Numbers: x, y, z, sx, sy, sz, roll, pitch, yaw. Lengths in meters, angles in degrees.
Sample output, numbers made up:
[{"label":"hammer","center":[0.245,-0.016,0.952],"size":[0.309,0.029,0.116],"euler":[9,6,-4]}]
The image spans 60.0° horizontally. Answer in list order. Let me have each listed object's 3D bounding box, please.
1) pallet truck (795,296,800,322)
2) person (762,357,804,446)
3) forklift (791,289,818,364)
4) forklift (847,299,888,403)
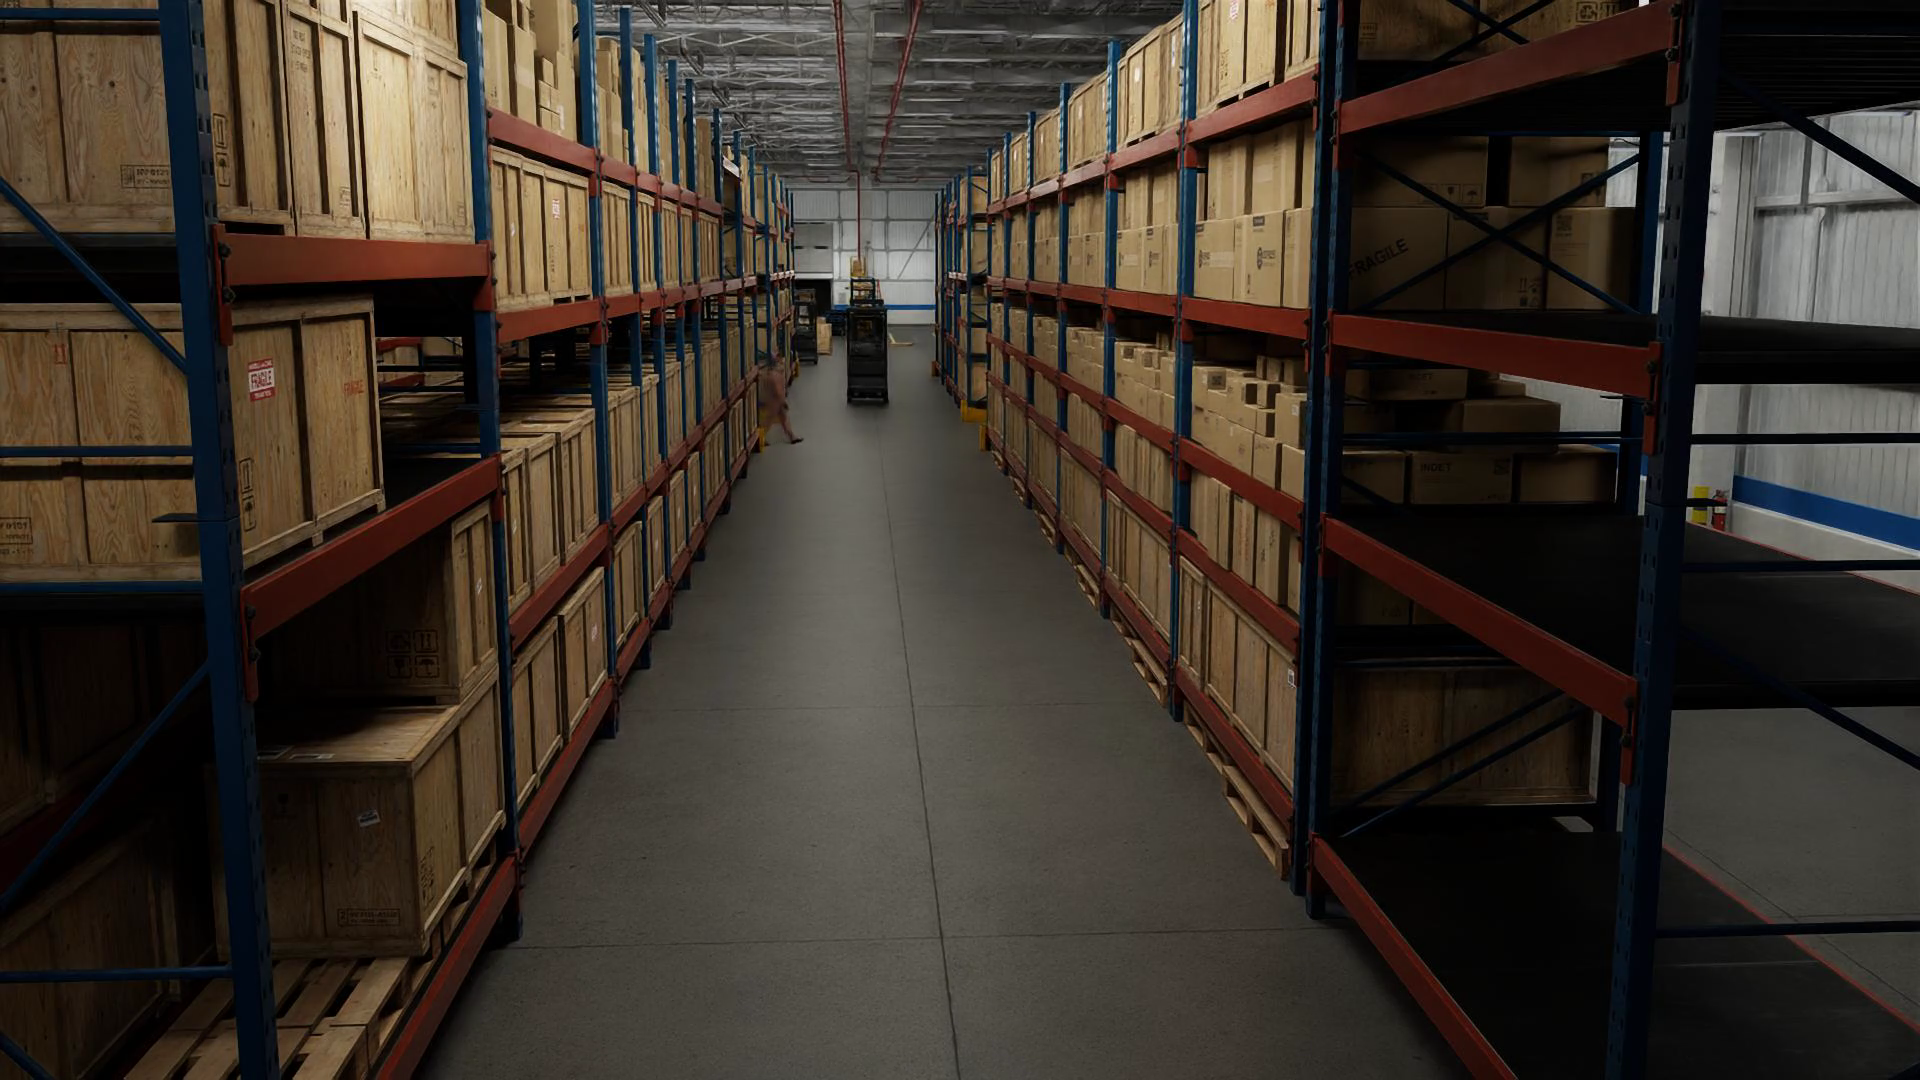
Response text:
[{"label":"pallet truck","center":[-8.622,-12.439,91.403],"size":[1.885,1.965,0.823],"euler":[2,10,13]},{"label":"person","center":[-3.815,-2.895,34.827],"size":[0.986,1.855,0.648],"euler":[0,10,-3]},{"label":"forklift","center":[-5.926,-8.050,62.552],"size":[1.129,2.768,1.873],"euler":[-1,10,-3]},{"label":"forklift","center":[-2.552,-5.222,45.658],"size":[1.129,2.768,1.873],"euler":[-1,10,-3]}]
